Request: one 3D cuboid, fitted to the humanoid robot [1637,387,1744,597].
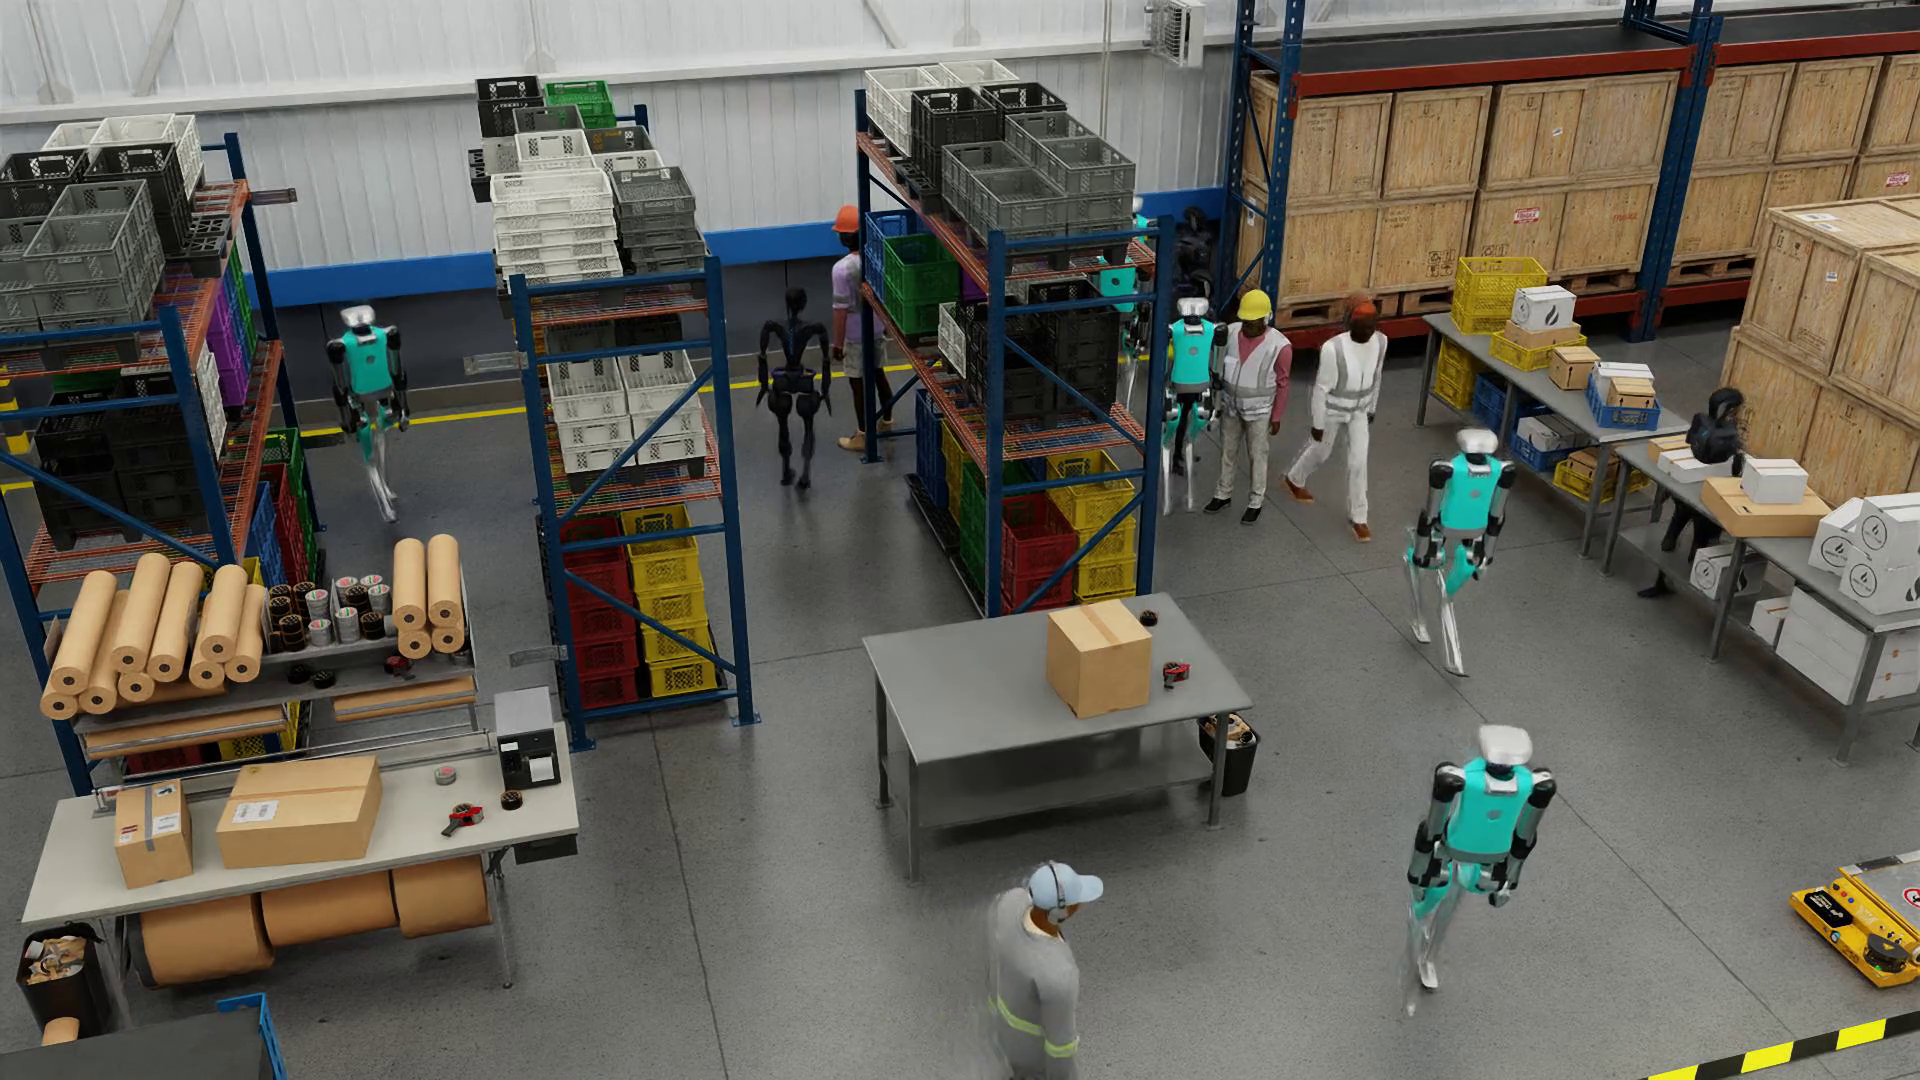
[{"bbox_3d":[5.070,-0.302,11.264,0.609,1.637,0.601,-7,30,-13],"label":"humanoid robot"}]

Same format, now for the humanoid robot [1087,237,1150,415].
[{"bbox_3d":[1.348,-1.794,13.766,0.533,1.672,0.735,10,30,17],"label":"humanoid robot"}]

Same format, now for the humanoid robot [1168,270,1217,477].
[{"bbox_3d":[1.843,-1.339,13.119,0.315,1.657,0.599,9,30,16],"label":"humanoid robot"}]

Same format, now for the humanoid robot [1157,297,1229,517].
[{"bbox_3d":[1.673,-1.047,12.503,0.541,1.770,0.666,-1,29,-2],"label":"humanoid robot"}]

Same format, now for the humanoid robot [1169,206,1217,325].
[{"bbox_3d":[2.021,-2.120,14.544,0.342,1.646,0.612,25,37,37],"label":"humanoid robot"}]

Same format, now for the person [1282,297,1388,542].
[{"bbox_3d":[2.823,-0.973,12.310,0.625,1.839,0.974,-10,30,-18],"label":"person"}]

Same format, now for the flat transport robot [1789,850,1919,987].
[{"bbox_3d":[5.163,1.916,8.676,1.431,0.231,0.659,-8,30,-14],"label":"flat transport robot"}]

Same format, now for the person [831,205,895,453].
[{"bbox_3d":[-0.821,-1.703,13.445,0.440,2.031,0.619,20,35,32],"label":"person"}]

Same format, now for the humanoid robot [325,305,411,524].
[{"bbox_3d":[-4.410,-0.973,12.393,0.539,1.736,0.977,-20,34,-31],"label":"humanoid robot"}]

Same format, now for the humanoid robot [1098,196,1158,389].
[{"bbox_3d":[1.443,-2.230,14.654,0.530,1.757,0.688,2,29,3],"label":"humanoid robot"}]

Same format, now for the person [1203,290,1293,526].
[{"bbox_3d":[2.121,-0.991,12.342,0.598,1.828,0.404,19,34,31],"label":"person"}]

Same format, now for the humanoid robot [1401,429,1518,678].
[{"bbox_3d":[3.105,0.024,10.600,0.544,1.729,1.044,-2,29,-3],"label":"humanoid robot"}]

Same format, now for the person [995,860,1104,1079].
[{"bbox_3d":[0.269,2.050,6.806,0.604,1.831,0.599,-12,31,-21],"label":"person"}]

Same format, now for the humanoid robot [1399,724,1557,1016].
[{"bbox_3d":[2.370,1.503,7.921,0.557,1.790,0.803,1,29,2],"label":"humanoid robot"}]

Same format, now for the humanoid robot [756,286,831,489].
[{"bbox_3d":[-1.291,-1.145,12.795,0.592,1.646,0.492,1,29,2],"label":"humanoid robot"}]
